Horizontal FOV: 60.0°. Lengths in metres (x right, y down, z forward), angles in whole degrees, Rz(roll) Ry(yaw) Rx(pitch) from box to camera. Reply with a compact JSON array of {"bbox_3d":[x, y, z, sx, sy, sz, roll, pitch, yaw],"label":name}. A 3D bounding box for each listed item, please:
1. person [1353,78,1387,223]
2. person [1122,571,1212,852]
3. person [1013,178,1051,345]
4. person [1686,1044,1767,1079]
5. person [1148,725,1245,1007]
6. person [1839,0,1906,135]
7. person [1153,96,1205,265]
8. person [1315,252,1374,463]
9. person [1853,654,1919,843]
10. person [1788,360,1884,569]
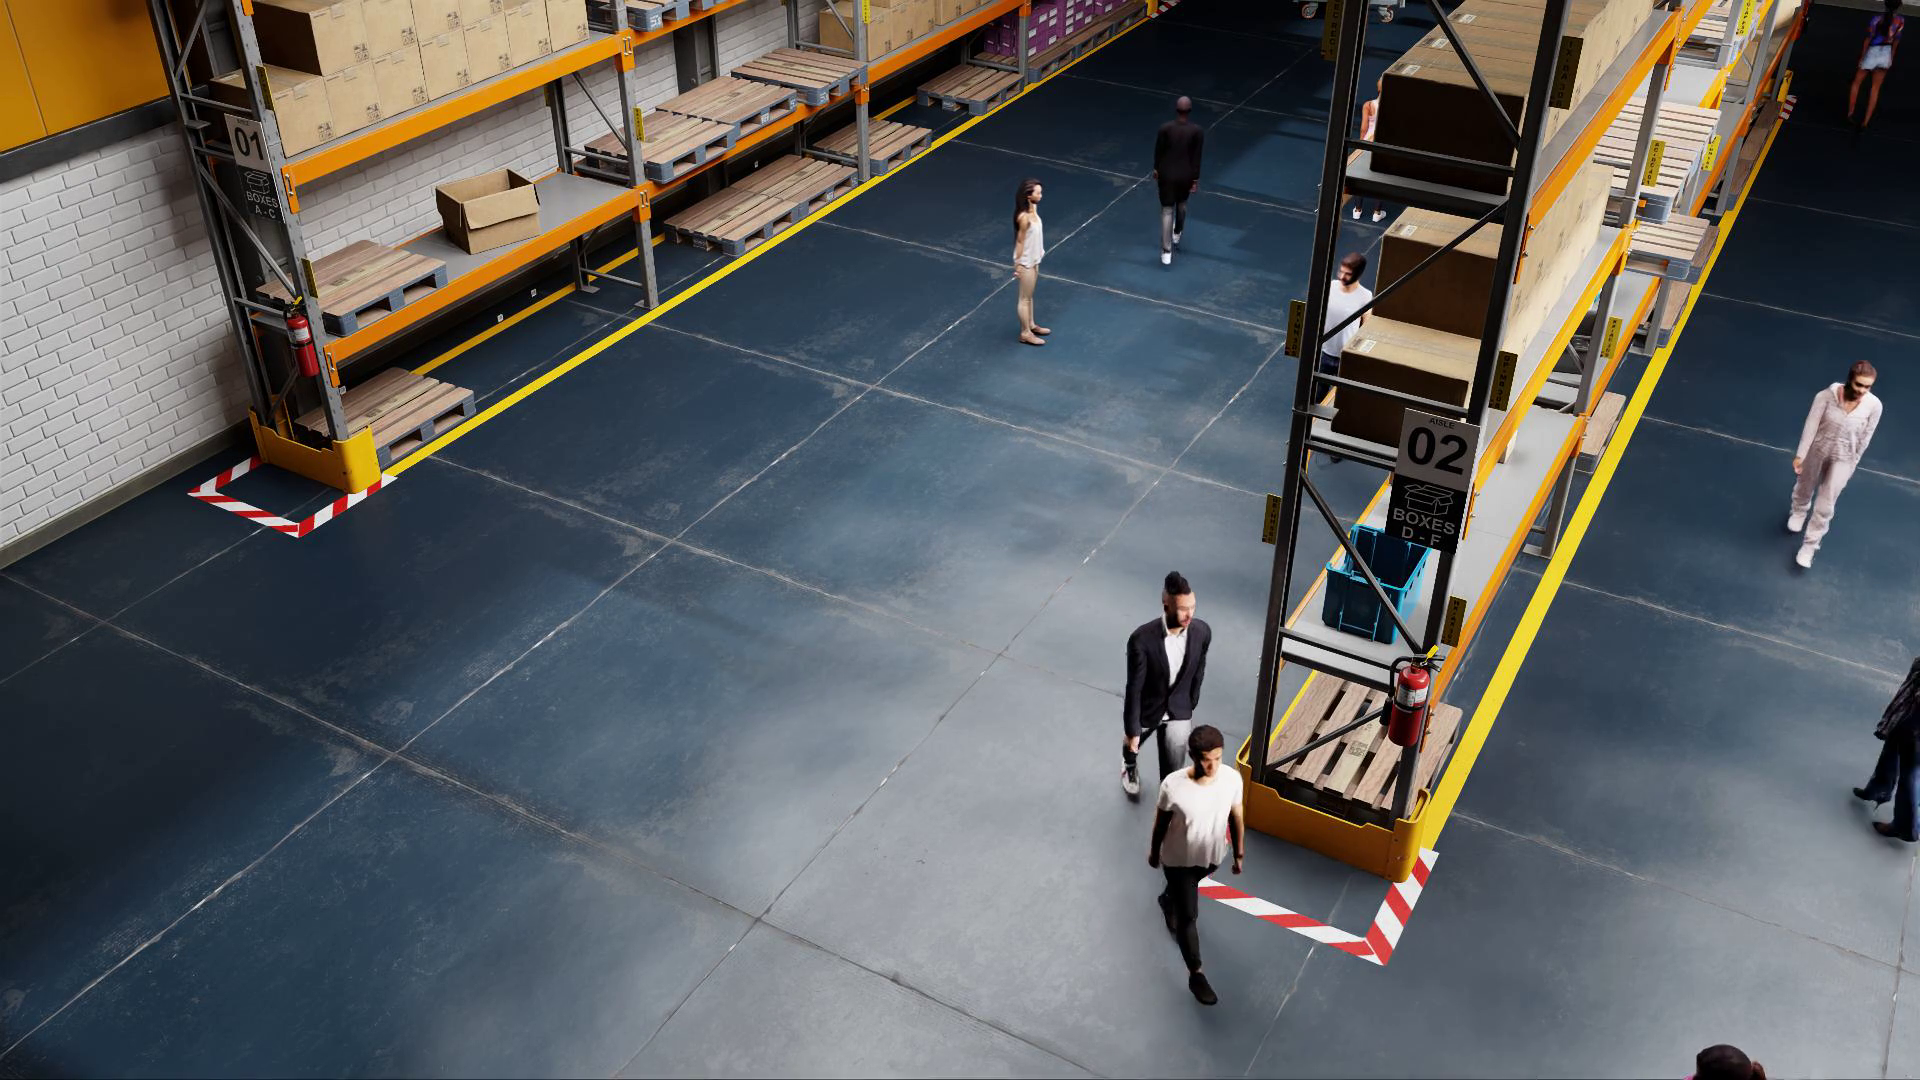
[{"bbox_3d":[4.608,-4.335,18.403,0.585,1.640,0.576,13,36,19],"label":"person"},{"bbox_3d":[1.180,0.958,10.205,1.228,1.899,1.370,-5,34,-7],"label":"person"},{"bbox_3d":[0.632,-2.681,15.904,0.673,1.652,0.606,-6,34,-9],"label":"person"},{"bbox_3d":[3.429,2.863,7.524,0.759,1.695,0.799,15,36,21],"label":"person"},{"bbox_3d":[1.293,1.678,9.326,1.131,1.673,1.191,-9,35,-13],"label":"person"},{"bbox_3d":[11.423,-5.918,20.712,0.799,1.720,0.948,5,34,8],"label":"person"},{"bbox_3d":[2.249,-3.741,17.440,1.001,1.716,1.246,2,34,2],"label":"person"},{"bbox_3d":[3.193,-1.570,14.039,0.627,1.866,0.522,18,38,25],"label":"person"},{"bbox_3d":[5.895,1.149,10.032,0.870,1.774,0.917,-17,37,-23],"label":"person"},{"bbox_3d":[6.720,-0.673,12.895,0.634,1.638,1.080,17,37,23],"label":"person"}]
